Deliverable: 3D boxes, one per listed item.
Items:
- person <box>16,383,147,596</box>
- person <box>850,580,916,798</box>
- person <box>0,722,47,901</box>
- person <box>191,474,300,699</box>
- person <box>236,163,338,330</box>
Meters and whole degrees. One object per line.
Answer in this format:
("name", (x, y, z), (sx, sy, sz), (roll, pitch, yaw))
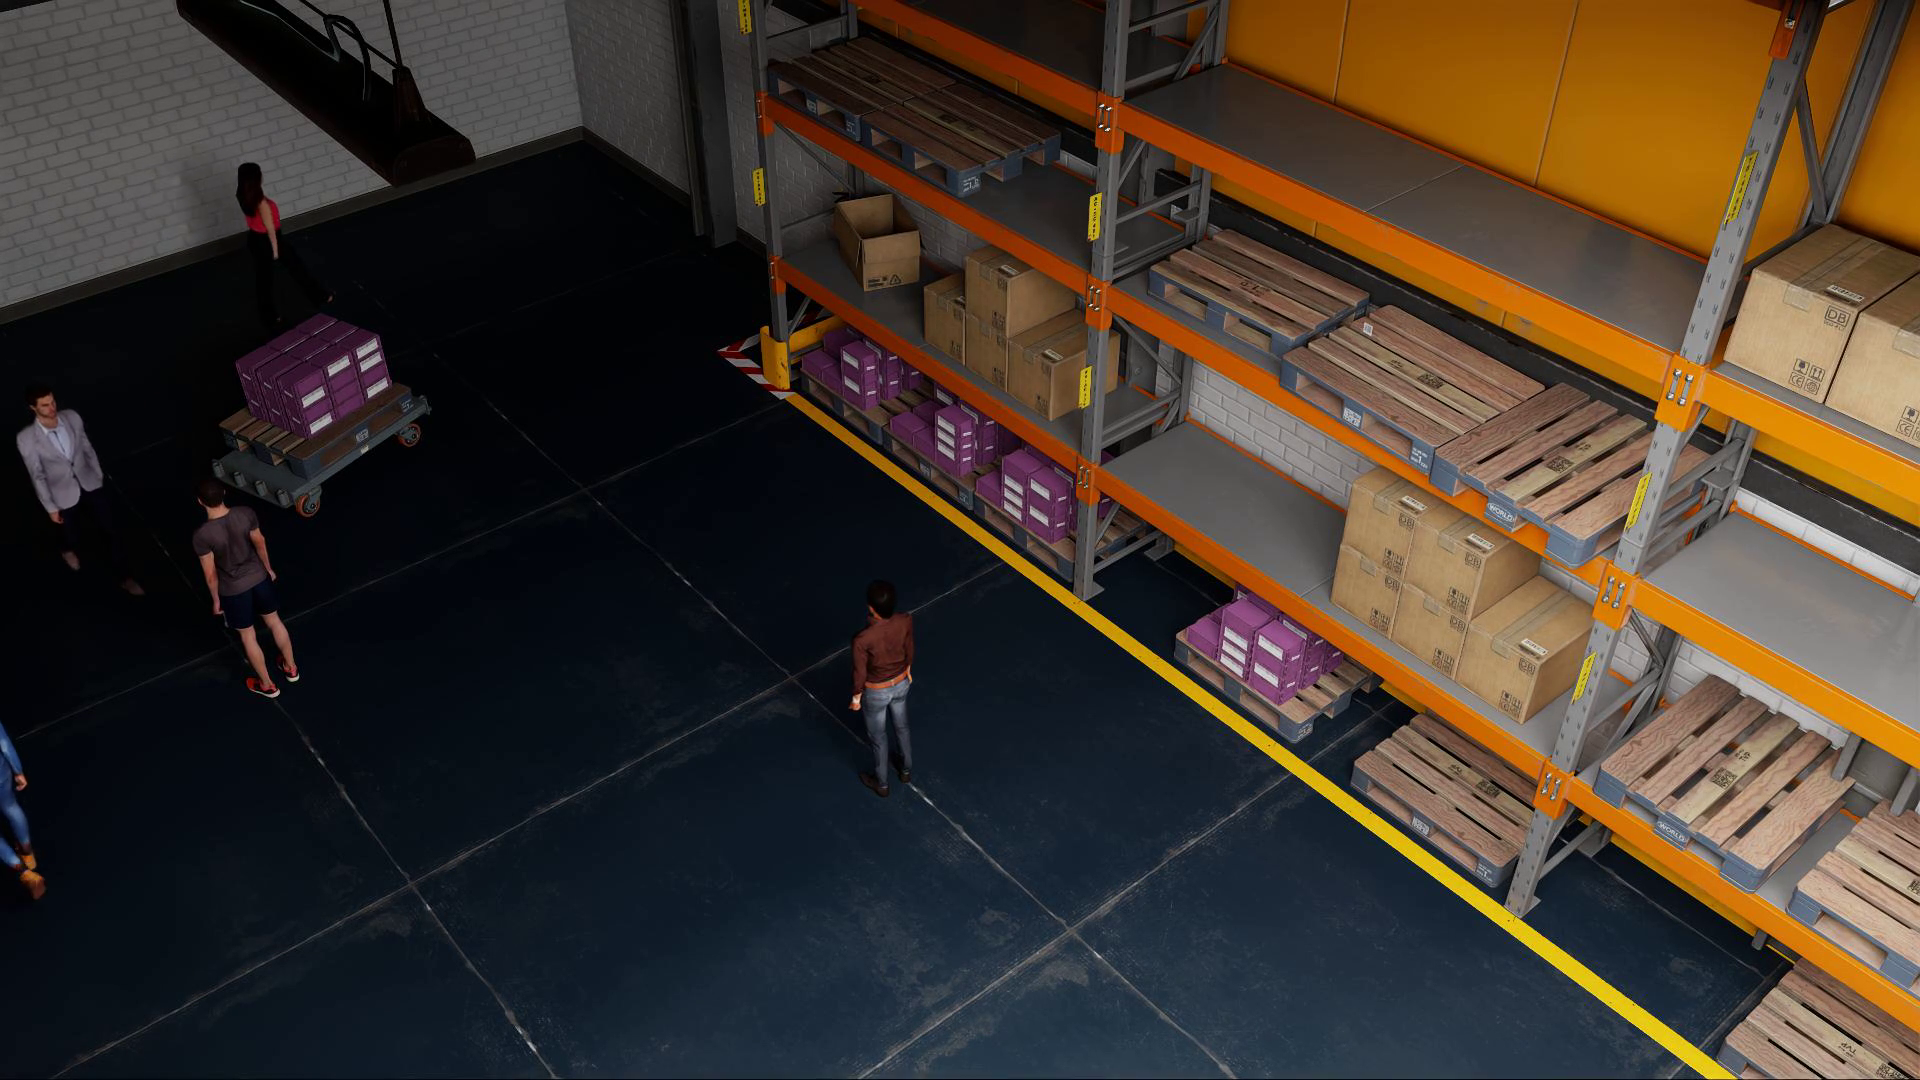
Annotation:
("person", (-6.710, -0.391, 12.496), (1.123, 1.830, 0.796), (27, 46, 29))
("person", (-0.483, 0.961, 10.843), (0.647, 1.782, 0.522), (-26, 45, -28))
("person", (-5.951, 1.540, 10.187), (0.659, 1.695, 0.984), (-31, 48, -33))
("person", (-4.997, 0.316, 11.593), (0.626, 1.853, 0.703), (24, 45, 27))
("person", (-6.538, -2.722, 15.574), (0.995, 1.633, 0.833), (22, 43, 25))
